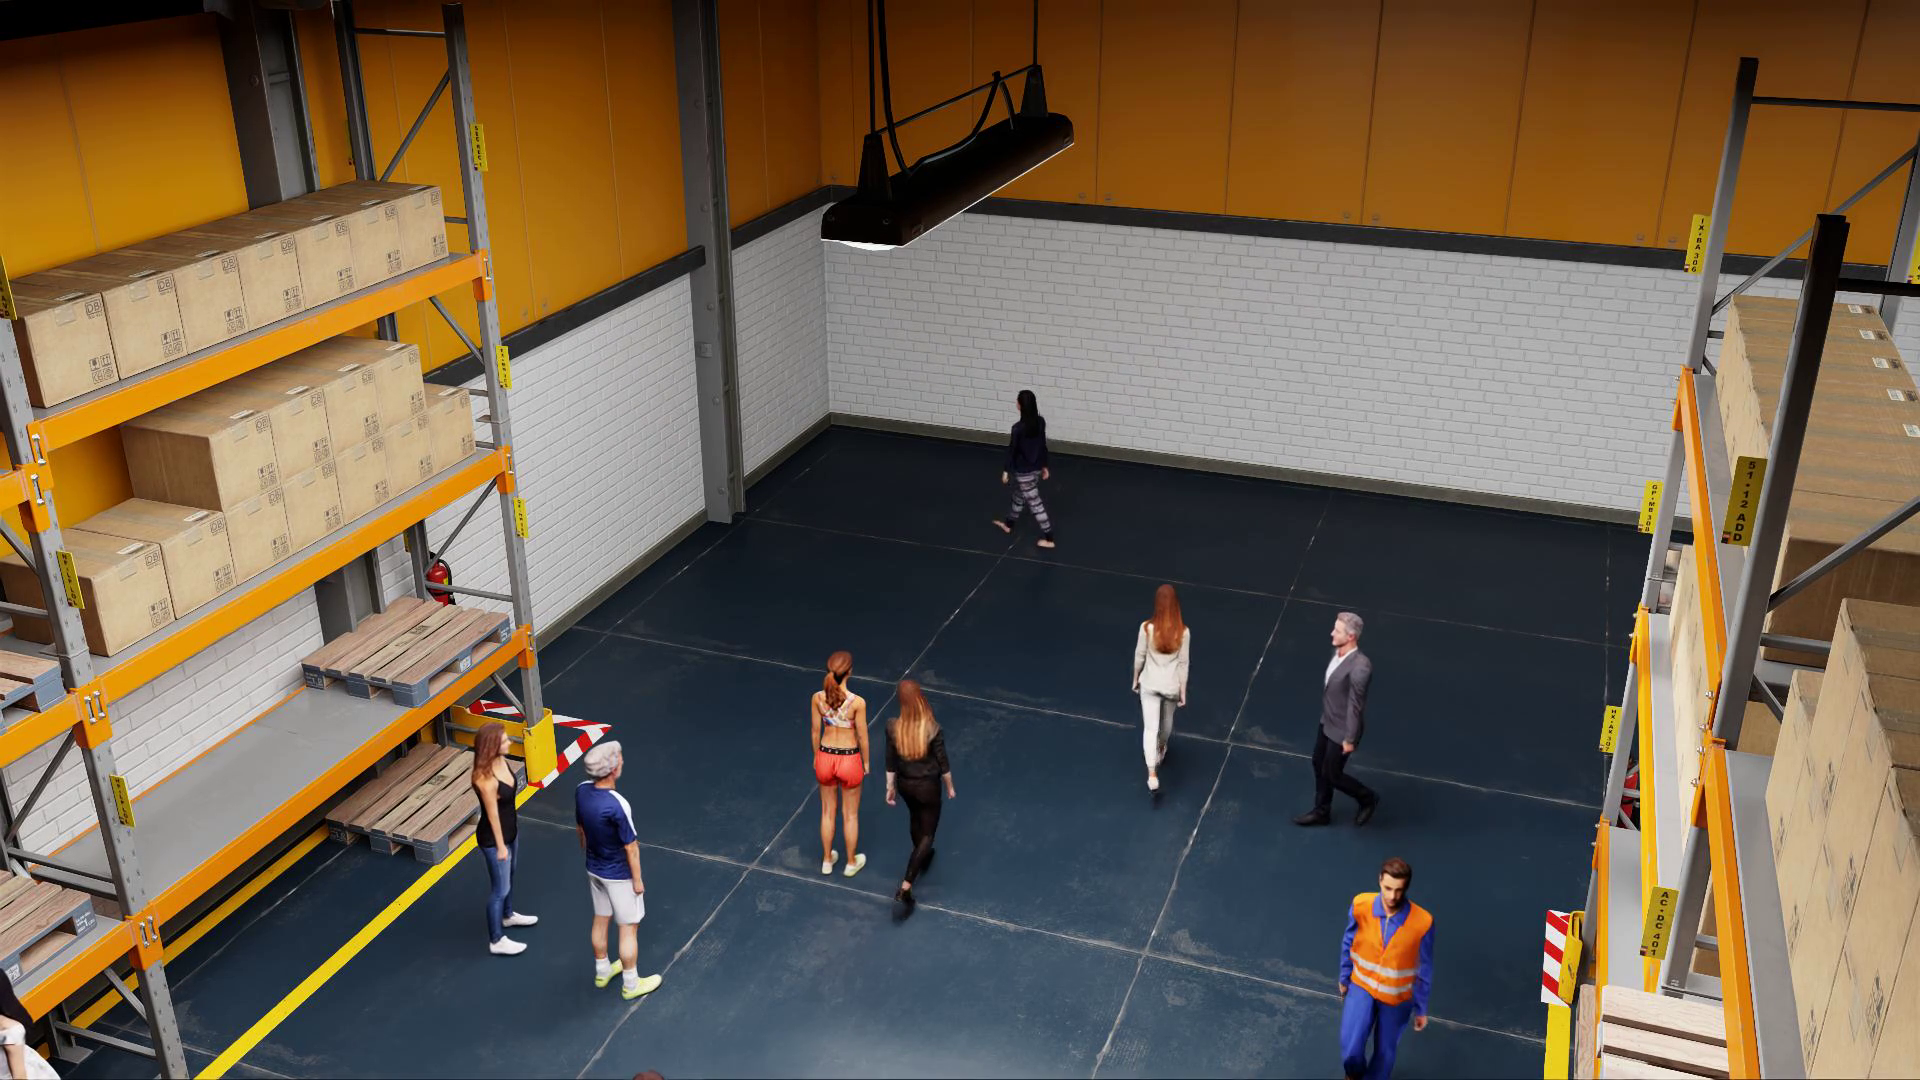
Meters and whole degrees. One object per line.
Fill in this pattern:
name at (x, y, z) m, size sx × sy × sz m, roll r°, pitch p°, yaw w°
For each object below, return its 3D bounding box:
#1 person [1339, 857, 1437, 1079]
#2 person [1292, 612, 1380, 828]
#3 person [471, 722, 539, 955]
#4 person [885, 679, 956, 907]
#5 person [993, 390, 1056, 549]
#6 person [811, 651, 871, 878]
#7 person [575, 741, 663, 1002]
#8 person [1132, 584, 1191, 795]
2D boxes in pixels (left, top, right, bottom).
person at (2.468, 2.588, 9.686) m, size 0.684 × 1.854 × 0.691 m, roll 7°, pitch 25°, yaw 17°
person at (2.915, 1.383, 12.479) m, size 1.014 × 1.825 × 0.968 m, roll -4°, pitch 24°, yaw -8°
person at (-3.119, 1.986, 11.233) m, size 0.695 × 1.718 × 0.564 m, roll 0°, pitch 24°, yaw -1°
person at (-0.322, 1.799, 11.718) m, size 0.662 × 1.670 × 1.096 m, roll 12°, pitch 27°, yaw 26°
person at (0.776, -0.698, 17.419) m, size 0.979 × 1.680 × 1.125 m, roll 21°, pitch 31°, yaw 39°
person at (-0.872, 1.622, 11.980) m, size 0.608 × 1.786 × 0.575 m, roll 5°, pitch 24°, yaw 11°
person at (-2.254, 2.127, 10.765) m, size 0.689 × 1.835 × 0.631 m, roll 16°, pitch 28°, yaw 32°
person at (1.582, 1.202, 13.080) m, size 0.757 × 1.674 × 1.185 m, roll 3°, pitch 24°, yaw 7°
